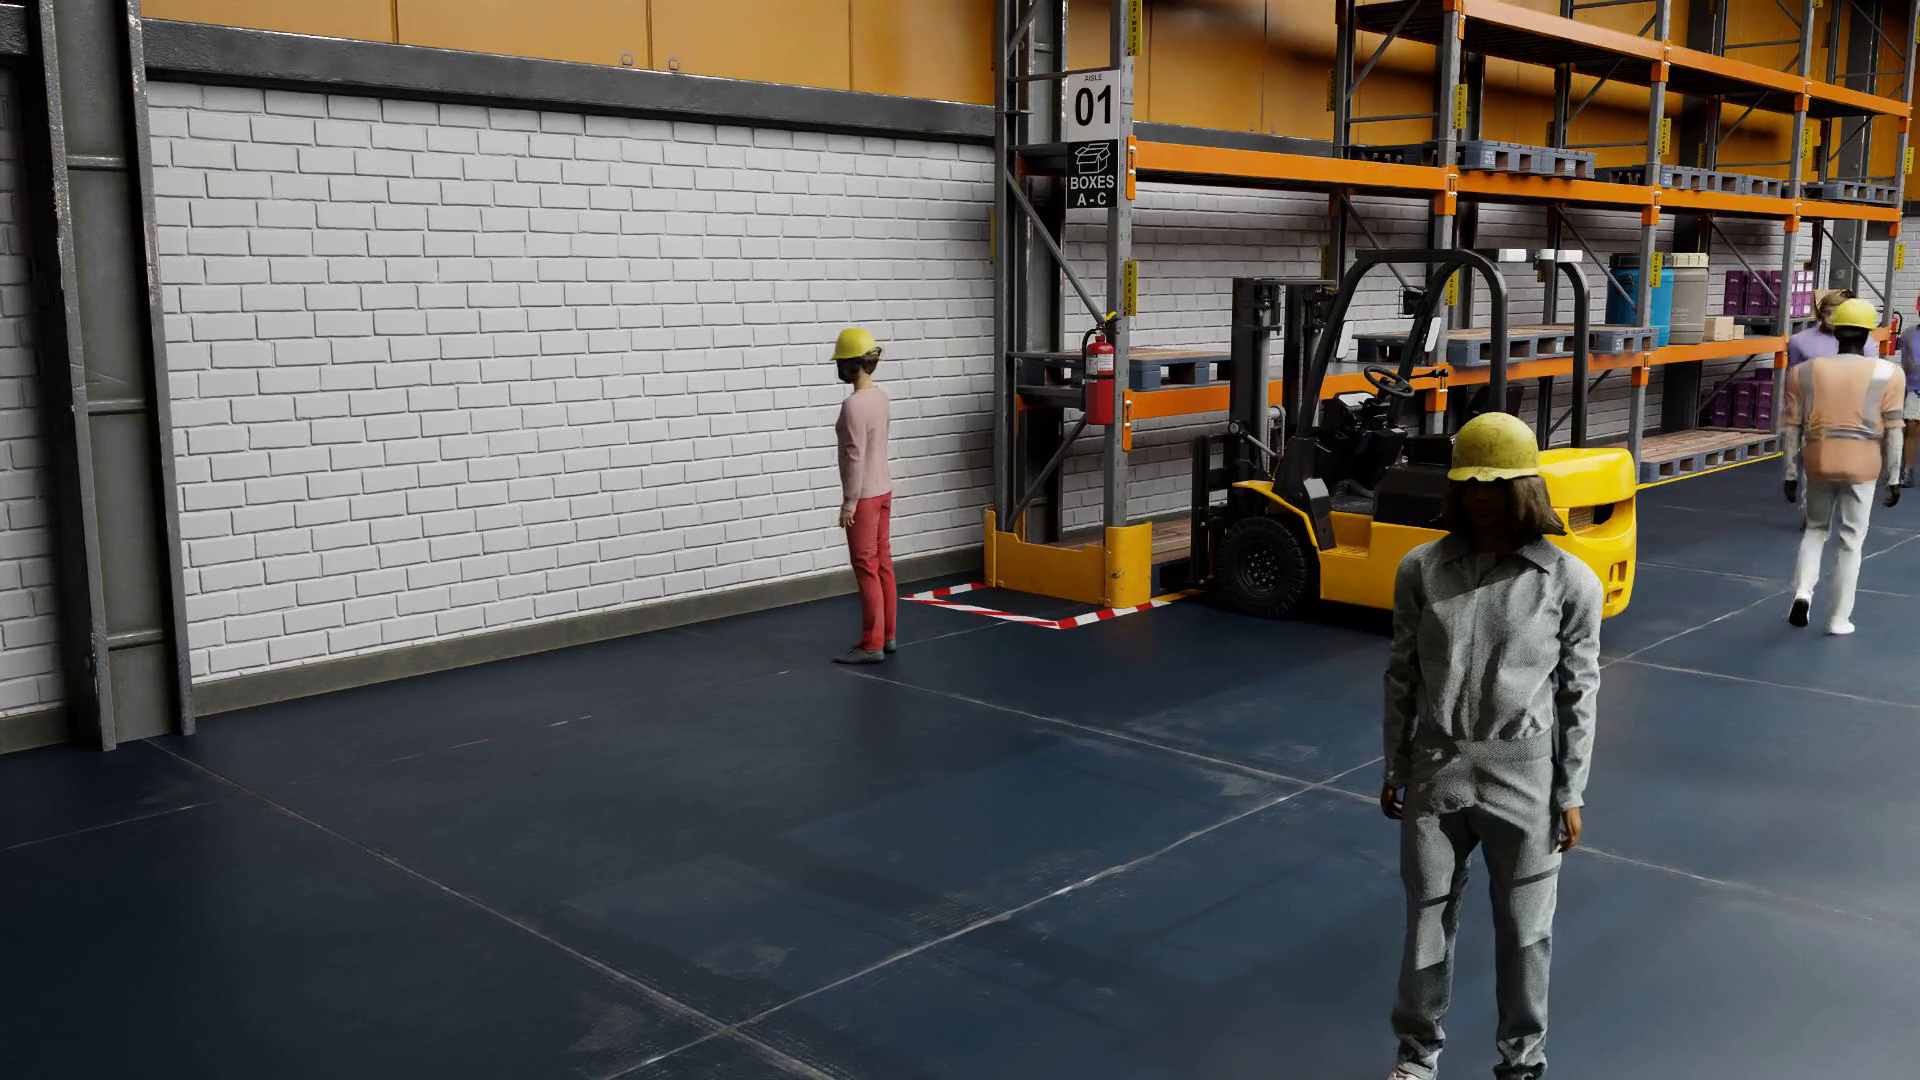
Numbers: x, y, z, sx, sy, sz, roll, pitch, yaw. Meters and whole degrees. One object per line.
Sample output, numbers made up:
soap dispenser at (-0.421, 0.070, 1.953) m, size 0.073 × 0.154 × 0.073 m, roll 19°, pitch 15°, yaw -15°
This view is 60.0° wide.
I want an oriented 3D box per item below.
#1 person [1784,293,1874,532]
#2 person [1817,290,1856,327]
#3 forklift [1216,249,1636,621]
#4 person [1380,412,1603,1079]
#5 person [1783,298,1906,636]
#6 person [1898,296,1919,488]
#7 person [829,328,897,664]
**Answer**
person at (6.940, -1.028, 13.324) m, size 0.642 × 1.887 × 1.039 m, roll 5°, pitch 10°, yaw 27°
person at (9.101, -1.665, 17.289) m, size 0.516 × 1.860 × 0.317 m, roll -3°, pitch 10°, yaw -15°
forklift at (2.710, -0.584, 9.626) m, size 2.313 × 2.155 × 1.214 m, roll 9°, pitch 13°, yaw 43°
person at (1.233, 0.568, 3.939) m, size 0.492 × 1.743 × 0.295 m, roll 5°, pitch 11°, yaw 29°
person at (4.967, -0.399, 9.376) m, size 0.598 × 1.912 × 0.436 m, roll 8°, pitch 12°, yaw 41°
person at (9.240, -1.440, 15.875) m, size 0.554 × 1.886 × 1.018 m, roll 9°, pitch 13°, yaw 44°
person at (-0.525, -0.228, 8.758) m, size 0.330 × 1.765 × 0.533 m, roll 3°, pitch 10°, yaw 16°
